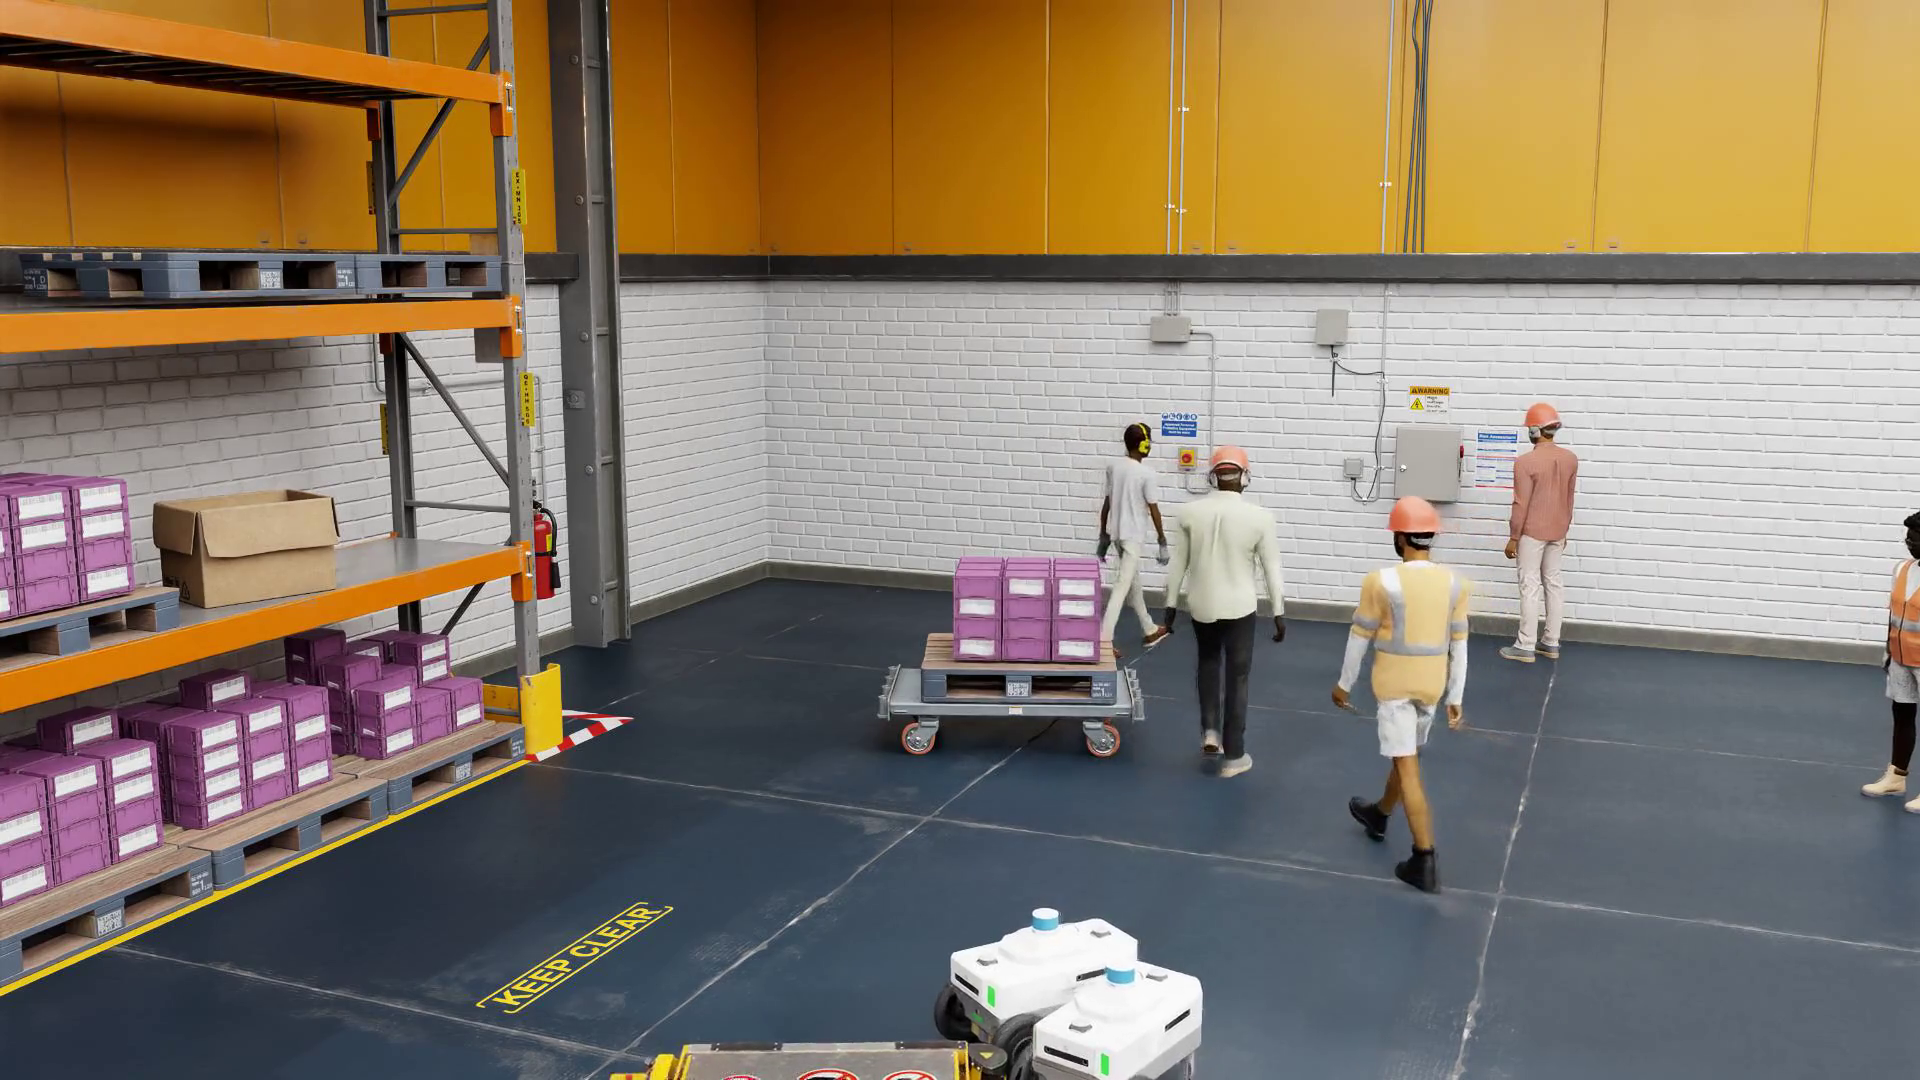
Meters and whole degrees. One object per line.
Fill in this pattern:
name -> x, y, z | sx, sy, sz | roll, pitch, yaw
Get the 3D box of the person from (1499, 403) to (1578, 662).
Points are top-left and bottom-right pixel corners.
person -> 4.446, -0.058, 12.771 | 0.611, 1.995, 0.376 | -5, 11, -27

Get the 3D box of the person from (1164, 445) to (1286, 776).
person -> 1.592, 0.416, 10.016 | 0.738, 1.951, 0.536 | 5, 10, 26

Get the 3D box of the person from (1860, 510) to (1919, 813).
person -> 5.361, 0.671, 9.273 | 0.325, 1.689, 0.536 | -2, 10, -12

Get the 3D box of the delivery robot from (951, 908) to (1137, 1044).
delivery robot -> 0.330, 1.662, 6.403 | 0.707, 0.478, 0.477 | -6, 11, -29

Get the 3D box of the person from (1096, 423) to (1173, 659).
person -> 1.380, 0.001, 12.952 | 0.977, 1.814, 0.539 | -7, 12, -36

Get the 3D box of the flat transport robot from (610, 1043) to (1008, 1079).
flat transport robot -> -0.539, 1.966, 5.717 | 1.431, 0.197, 0.652 | 0, 9, -1

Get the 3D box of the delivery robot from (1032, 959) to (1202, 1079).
delivery robot -> 0.572, 1.741, 5.941 | 0.477, 0.478, 0.707 | 7, 12, 37

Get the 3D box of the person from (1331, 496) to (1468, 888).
person -> 2.221, 0.718, 8.391 | 0.564, 1.881, 1.009 | -3, 10, -16
